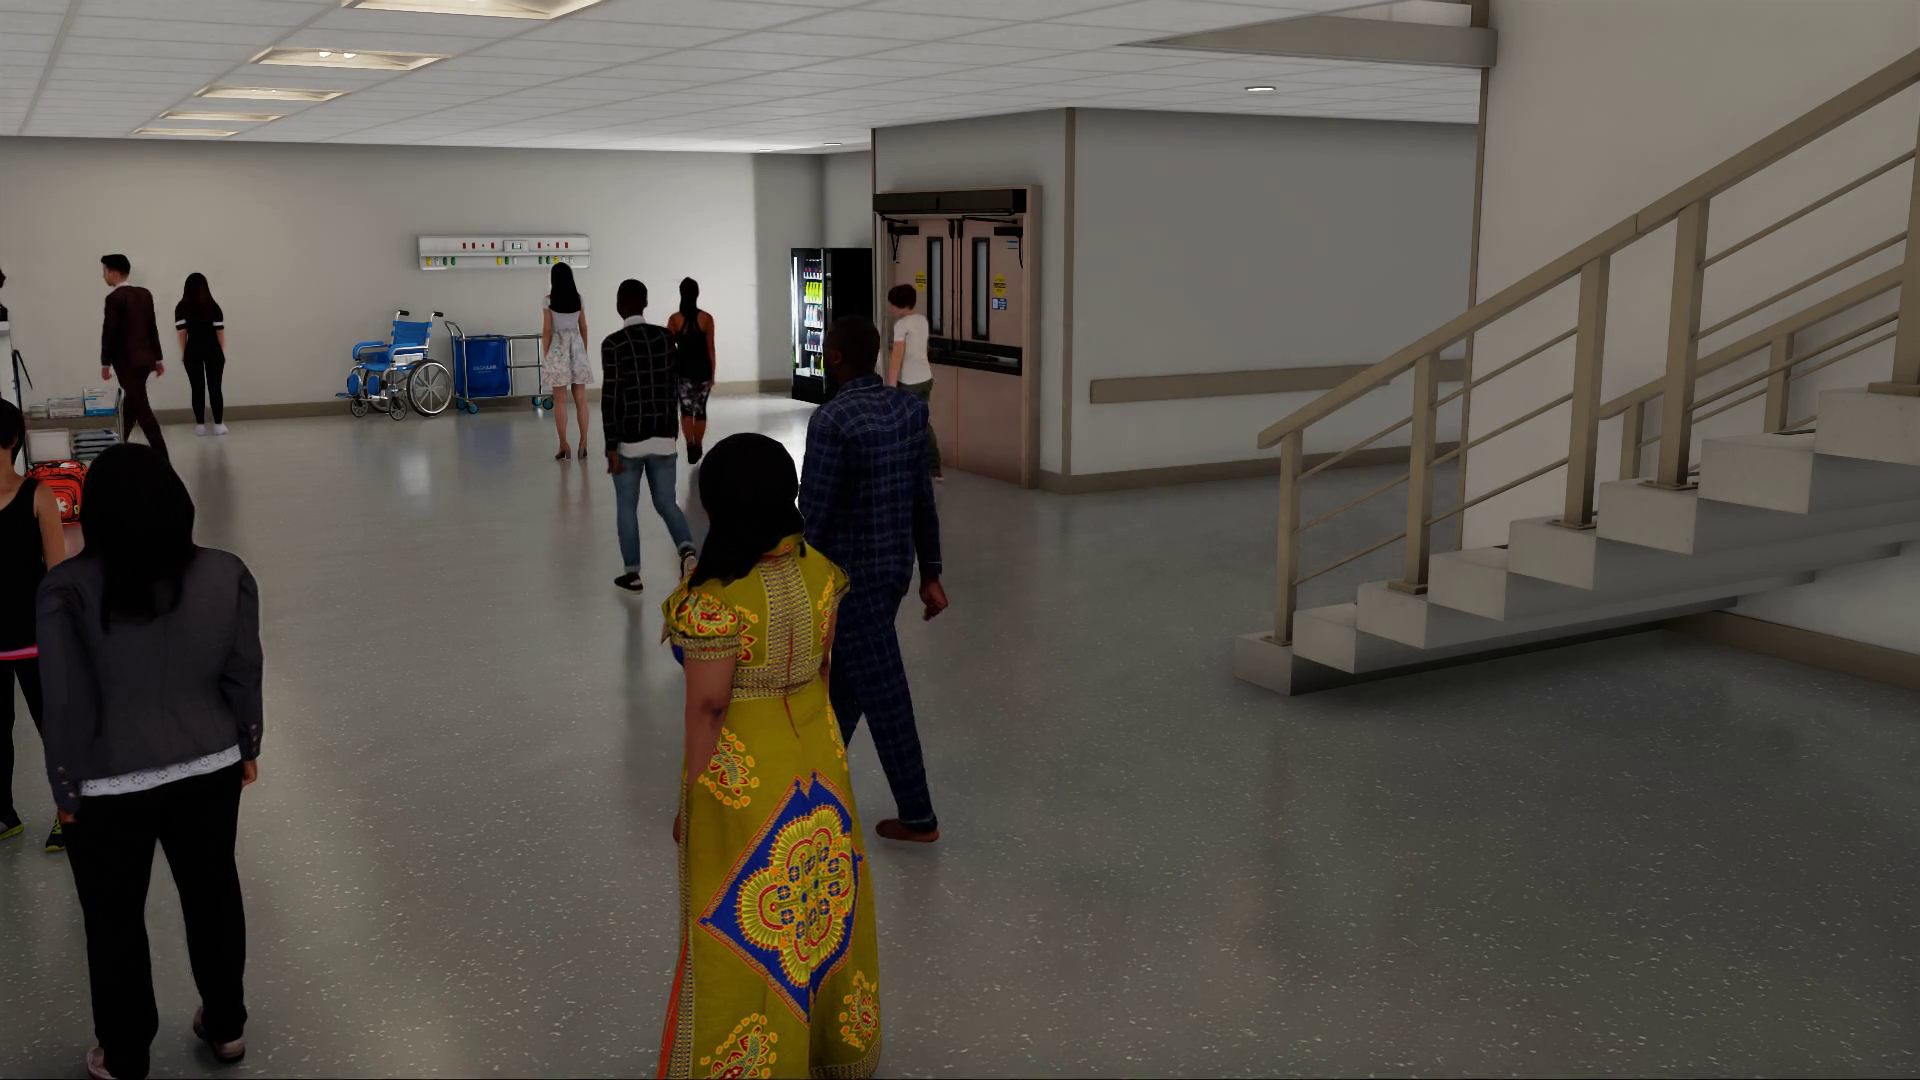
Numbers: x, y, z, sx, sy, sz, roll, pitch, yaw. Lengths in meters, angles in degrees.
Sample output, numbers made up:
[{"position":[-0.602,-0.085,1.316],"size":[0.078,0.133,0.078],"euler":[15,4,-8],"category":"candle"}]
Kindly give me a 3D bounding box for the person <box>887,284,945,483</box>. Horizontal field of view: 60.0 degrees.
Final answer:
[{"position":[-0.392,-1.255,13.534],"size":[0.733,1.632,0.778],"euler":[-10,14,-42],"category":"person"}]

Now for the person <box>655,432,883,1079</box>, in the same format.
[{"position":[-0.463,0.568,3.852],"size":[0.958,1.660,0.977],"euler":[8,13,35],"category":"person"}]

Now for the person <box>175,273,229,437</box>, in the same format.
[{"position":[-7.662,-1.884,16.831],"size":[0.645,1.639,0.635],"euler":[-4,11,-19],"category":"person"}]

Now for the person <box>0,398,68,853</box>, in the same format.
[{"position":[-3.210,0.285,5.637],"size":[0.623,1.552,0.639],"euler":[0,11,-1],"category":"person"}]

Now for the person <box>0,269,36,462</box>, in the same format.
[{"position":[-8.244,-1.485,14.347],"size":[0.839,1.781,0.900],"euler":[-2,11,-11],"category":"person"}]

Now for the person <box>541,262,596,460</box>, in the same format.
[{"position":[-3.578,-1.631,15.128],"size":[0.628,1.776,0.608],"euler":[-6,12,-29],"category":"person"}]

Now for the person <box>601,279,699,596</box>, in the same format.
[{"position":[-1.723,-0.538,9.306],"size":[0.708,1.800,1.107],"euler":[-8,13,-35],"category":"person"}]

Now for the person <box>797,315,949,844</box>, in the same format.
[{"position":[-0.250,0.168,5.625],"size":[1.160,1.786,0.923],"euler":[9,14,40],"category":"person"}]

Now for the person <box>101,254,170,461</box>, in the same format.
[{"position":[-7.126,-1.532,14.476],"size":[1.204,1.826,1.167],"euler":[3,11,13],"category":"person"}]

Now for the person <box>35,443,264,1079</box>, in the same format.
[{"position":[-1.986,0.557,4.091],"size":[0.741,1.594,0.740],"euler":[10,15,43],"category":"person"}]

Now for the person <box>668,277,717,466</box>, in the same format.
[{"position":[-2.353,-1.456,14.609],"size":[0.881,1.626,1.186],"euler":[-2,11,-8],"category":"person"}]
